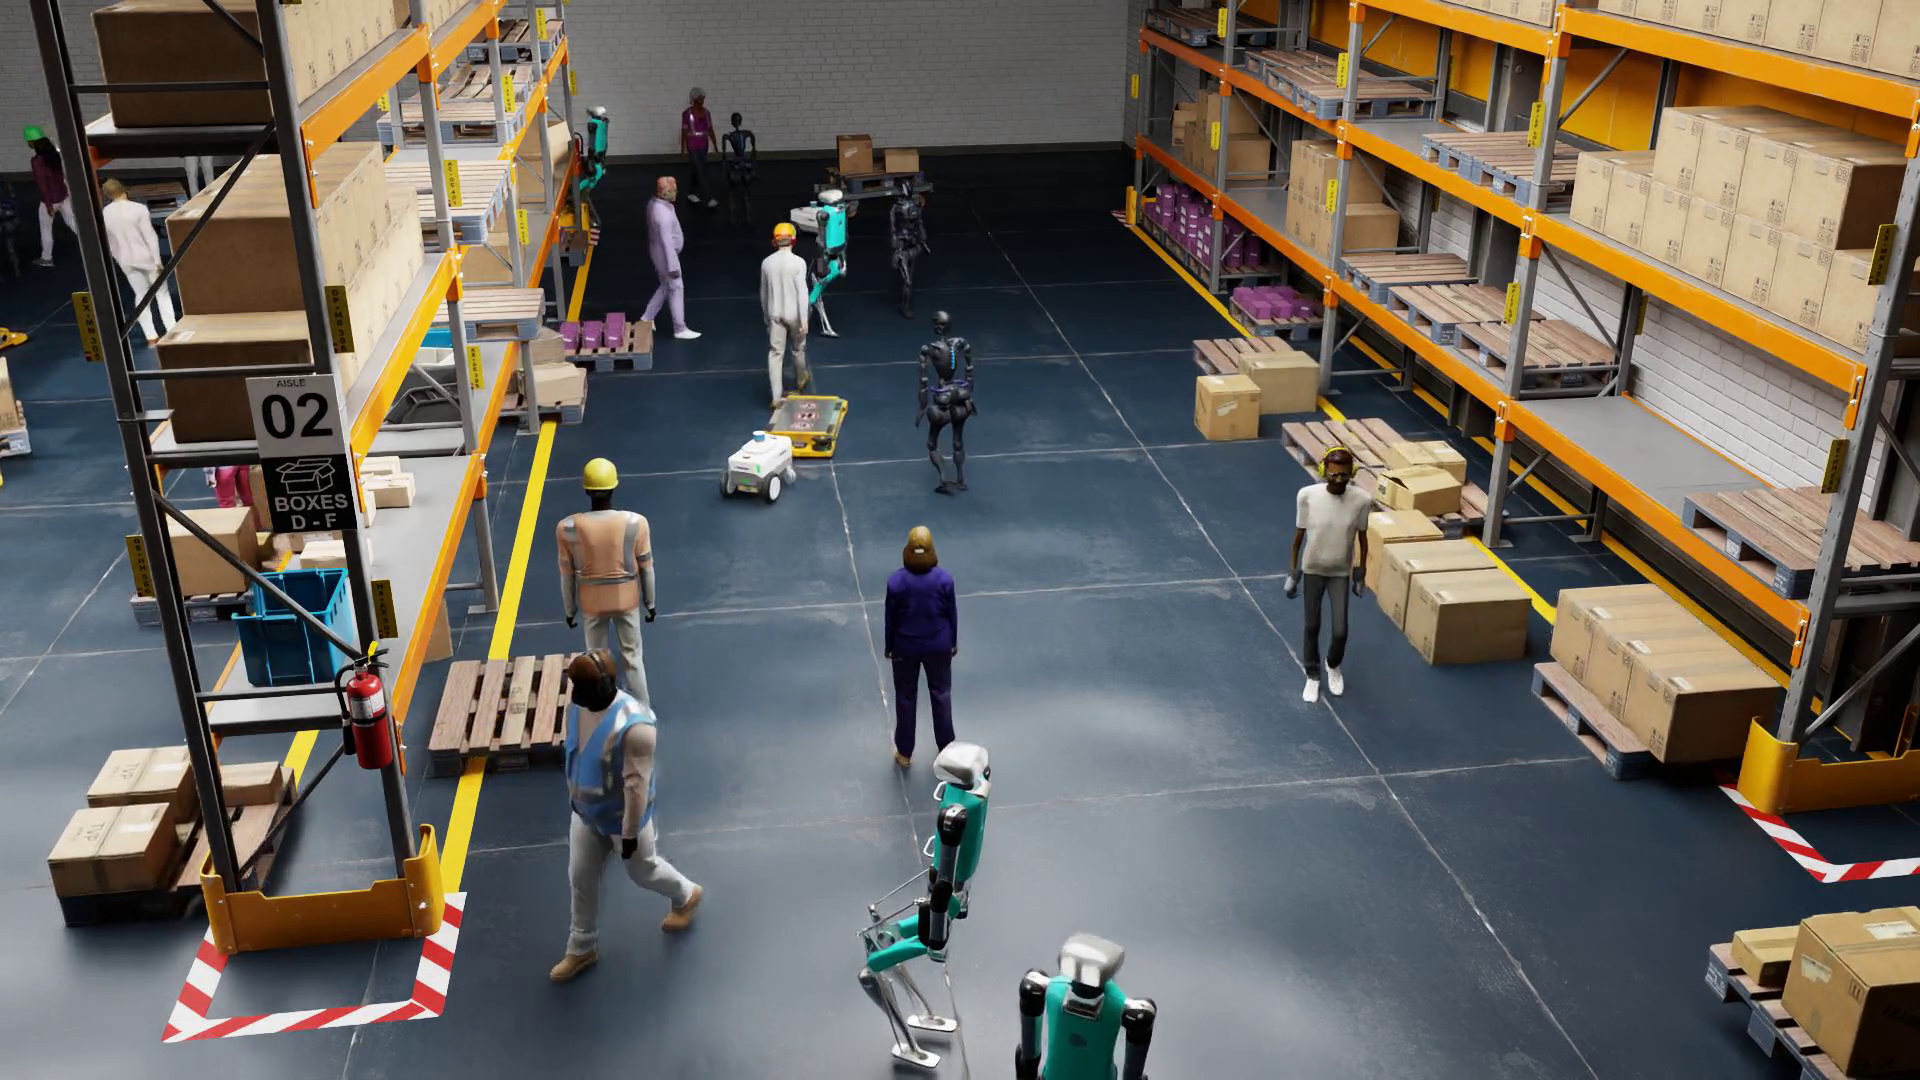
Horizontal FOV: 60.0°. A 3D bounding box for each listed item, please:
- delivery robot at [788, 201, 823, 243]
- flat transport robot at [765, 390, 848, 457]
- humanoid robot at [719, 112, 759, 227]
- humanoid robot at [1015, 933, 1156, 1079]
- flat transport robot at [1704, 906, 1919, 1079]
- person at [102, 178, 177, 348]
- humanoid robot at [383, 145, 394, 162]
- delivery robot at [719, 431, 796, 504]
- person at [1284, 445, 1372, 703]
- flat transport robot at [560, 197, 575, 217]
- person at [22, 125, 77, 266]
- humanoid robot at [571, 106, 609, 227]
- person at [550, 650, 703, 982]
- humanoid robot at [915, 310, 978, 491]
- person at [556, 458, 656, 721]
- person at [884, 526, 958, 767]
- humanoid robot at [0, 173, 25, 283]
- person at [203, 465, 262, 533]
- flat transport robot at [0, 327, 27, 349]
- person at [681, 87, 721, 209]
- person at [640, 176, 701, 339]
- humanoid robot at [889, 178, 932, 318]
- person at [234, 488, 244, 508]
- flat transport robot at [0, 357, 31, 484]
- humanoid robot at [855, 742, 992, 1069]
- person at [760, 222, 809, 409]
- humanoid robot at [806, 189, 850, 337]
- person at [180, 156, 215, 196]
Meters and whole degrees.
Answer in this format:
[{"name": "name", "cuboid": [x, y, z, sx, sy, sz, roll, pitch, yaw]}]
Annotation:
[{"name": "delivery robot", "cuboid": [-2.084, -4.501, 23.595, 0.781, 0.610, 0.524, 21, 31, 39]}, {"name": "flat transport robot", "cuboid": [-1.498, -1.136, 16.267, 0.659, 0.231, 1.431, 1, 24, 2]}, {"name": "humanoid robot", "cuboid": [-3.215, -5.383, 24.177, 0.601, 1.650, 0.379, -14, 28, -30]}, {"name": "humanoid robot", "cuboid": [0.553, 2.252, 6.814, 0.547, 1.808, 0.969, 8, 25, 18]}, {"name": "flat transport robot", "cuboid": [4.380, 2.433, 8.135, 0.659, 0.231, 1.431, -3, 24, -7]}, {"name": "person", "cuboid": [-9.293, -3.139, 18.817, 0.712, 1.883, 0.586, 1, 24, 1]}, {"name": "humanoid robot", "cuboid": [-7.451, -4.530, 22.266, 0.602, 1.641, 0.315, 7, 25, 16]}, {"name": "delivery robot", "cuboid": [-1.785, -0.685, 14.852, 0.505, 0.569, 0.741, 8, 25, 18]}, {"name": "person", "cuboid": [2.447, 0.240, 11.156, 0.531, 1.853, 0.405, 6, 24, 13]}, {"name": "flat transport robot", "cuboid": [-6.593, -5.002, 25.074, 1.431, 0.231, 0.659, 0, 24, 1]}, {"name": "person", "cuboid": [-11.968, -4.535, 21.999, 1.050, 1.889, 0.516, 6, 24, 13]}, {"name": "humanoid robot", "cuboid": [-5.411, -5.390, 24.181, 0.705, 1.807, 0.545, 7, 25, 15]}, {"name": "person", "cuboid": [-1.776, 1.374, 8.637, 0.622, 1.806, 0.877, 17, 29, 33]}, {"name": "humanoid robot", "cuboid": [-0.110, -1.224, 14.718, 0.610, 1.643, 0.333, -15, 28, -31]}, {"name": "person", "cuboid": [-2.262, 0.386, 10.738, 0.592, 1.924, 0.377, -5, 24, -10]}, {"name": "person", "cuboid": [-0.246, 0.663, 10.477, 0.464, 1.622, 0.348, -3, 24, -7]}, {"name": "humanoid robot", "cuboid": [-12.308, -4.108, 21.275, 0.383, 1.647, 0.594, 16, 28, 32]}, {"name": "person", "cuboid": [-5.884, -0.597, 13.353, 0.277, 1.628, 0.503, 6, 24, 14]}, {"name": "flat transport robot", "cuboid": [-11.188, -2.121, 18.509, 0.659, 0.231, 1.431, 5, 24, 11]}, {"name": "person", "cuboid": [-3.982, -6.025, 25.501, 0.975, 1.789, 0.526, 22, 32, 40]}, {"name": "person", "cuboid": [-3.357, -3.223, 19.005, 0.596, 1.889, 0.695, -10, 25, -21]}, {"name": "humanoid robot", "cuboid": [-0.588, -3.499, 19.908, 0.602, 1.645, 0.599, 20, 31, 38]}, {"name": "person", "cuboid": [-6.038, -0.936, 13.979, 0.557, 1.743, 0.345, -9, 25, -20]}, {"name": "flat transport robot", "cuboid": [-9.281, -0.756, 15.401, 0.659, 0.231, 1.431, -13, 27, -27]}, {"name": "humanoid robot", "cuboid": [-0.221, 1.703, 7.873, 0.732, 1.706, 0.530, 6, 24, 13]}, {"name": "person", "cuboid": [-1.793, -2.315, 17.041, 0.568, 1.812, 1.046, 5, 24, 11]}, {"name": "humanoid robot", "cuboid": [-1.649, -3.098, 19.037, 0.803, 1.883, 0.555, 14, 27, 29]}, {"name": "person", "cuboid": [-11.650, -6.005, 25.402, 0.429, 1.842, 0.632, 21, 31, 39]}]
